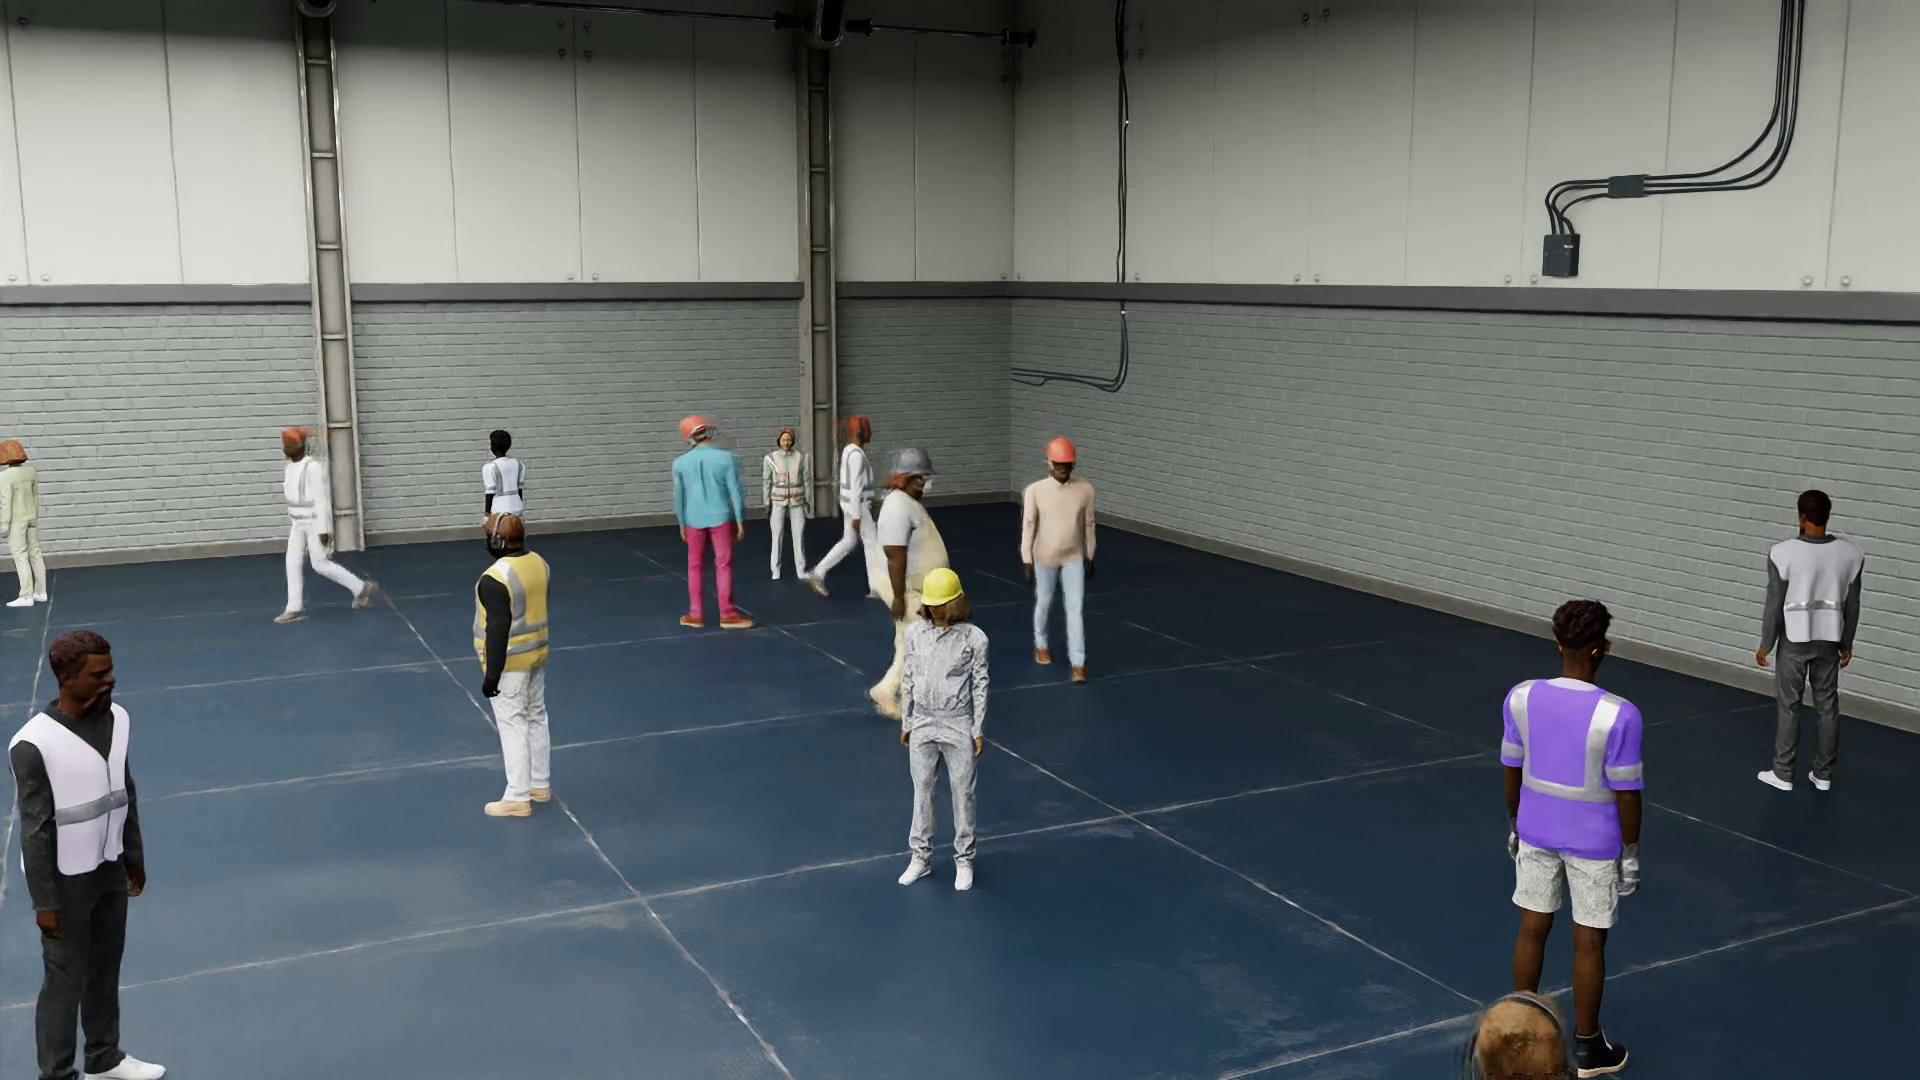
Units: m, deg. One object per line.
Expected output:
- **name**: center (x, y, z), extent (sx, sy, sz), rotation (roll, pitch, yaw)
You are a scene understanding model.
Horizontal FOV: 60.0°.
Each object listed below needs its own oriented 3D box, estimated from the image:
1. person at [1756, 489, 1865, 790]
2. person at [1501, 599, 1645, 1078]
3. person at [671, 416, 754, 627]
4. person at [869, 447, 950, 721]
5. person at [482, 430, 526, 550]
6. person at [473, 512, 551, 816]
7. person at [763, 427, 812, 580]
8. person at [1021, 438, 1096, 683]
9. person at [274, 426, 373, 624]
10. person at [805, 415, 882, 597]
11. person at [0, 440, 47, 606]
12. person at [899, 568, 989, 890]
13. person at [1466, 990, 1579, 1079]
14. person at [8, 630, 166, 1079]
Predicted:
- **person**: center (5.348, 0.638, 10.486), extent (0.587, 1.916, 0.392), rotation (0, 9, 2)
- **person**: center (2.508, 1.207, 6.817), extent (0.367, 1.966, 0.604), rotation (-8, 12, -41)
- **person**: center (-2.262, -0.157, 15.299), extent (0.755, 1.959, 0.371), rotation (1, 9, 7)
- **person**: center (-0.336, 0.325, 12.023), extent (0.536, 2.000, 0.710), rotation (1, 9, 6)
- **person**: center (-4.578, -0.260, 16.689), extent (0.319, 1.696, 0.532), rotation (5, 10, 28)
- **person**: center (-2.710, 0.744, 10.057), extent (0.430, 1.843, 0.625), rotation (2, 10, 14)
- **person**: center (-1.830, -0.383, 17.660), extent (0.512, 1.629, 0.319), rotation (-2, 9, -12)
- **person**: center (0.799, 0.128, 13.552), extent (0.645, 1.942, 1.044), rotation (-1, 9, -7)
- **person**: center (-6.047, -0.161, 15.635), extent (0.621, 1.853, 0.825), rotation (8, 12, 41)
- **person**: center (-1.099, -0.324, 16.625), extent (0.878, 1.856, 0.586), rotation (-2, 9, -13)
- **person**: center (-9.214, -0.165, 16.297), extent (0.269, 1.632, 0.505), rotation (1, 9, 7)
- **person**: center (-0.094, 0.998, 8.824), extent (0.484, 1.735, 0.311), rotation (3, 10, 17)
- **person**: center (1.182, 1.816, 3.584), extent (0.539, 1.795, 0.946), rotation (6, 11, 34)
- **person**: center (-3.432, 1.289, 6.496), extent (0.388, 1.912, 0.588), rotation (1, 9, 8)
